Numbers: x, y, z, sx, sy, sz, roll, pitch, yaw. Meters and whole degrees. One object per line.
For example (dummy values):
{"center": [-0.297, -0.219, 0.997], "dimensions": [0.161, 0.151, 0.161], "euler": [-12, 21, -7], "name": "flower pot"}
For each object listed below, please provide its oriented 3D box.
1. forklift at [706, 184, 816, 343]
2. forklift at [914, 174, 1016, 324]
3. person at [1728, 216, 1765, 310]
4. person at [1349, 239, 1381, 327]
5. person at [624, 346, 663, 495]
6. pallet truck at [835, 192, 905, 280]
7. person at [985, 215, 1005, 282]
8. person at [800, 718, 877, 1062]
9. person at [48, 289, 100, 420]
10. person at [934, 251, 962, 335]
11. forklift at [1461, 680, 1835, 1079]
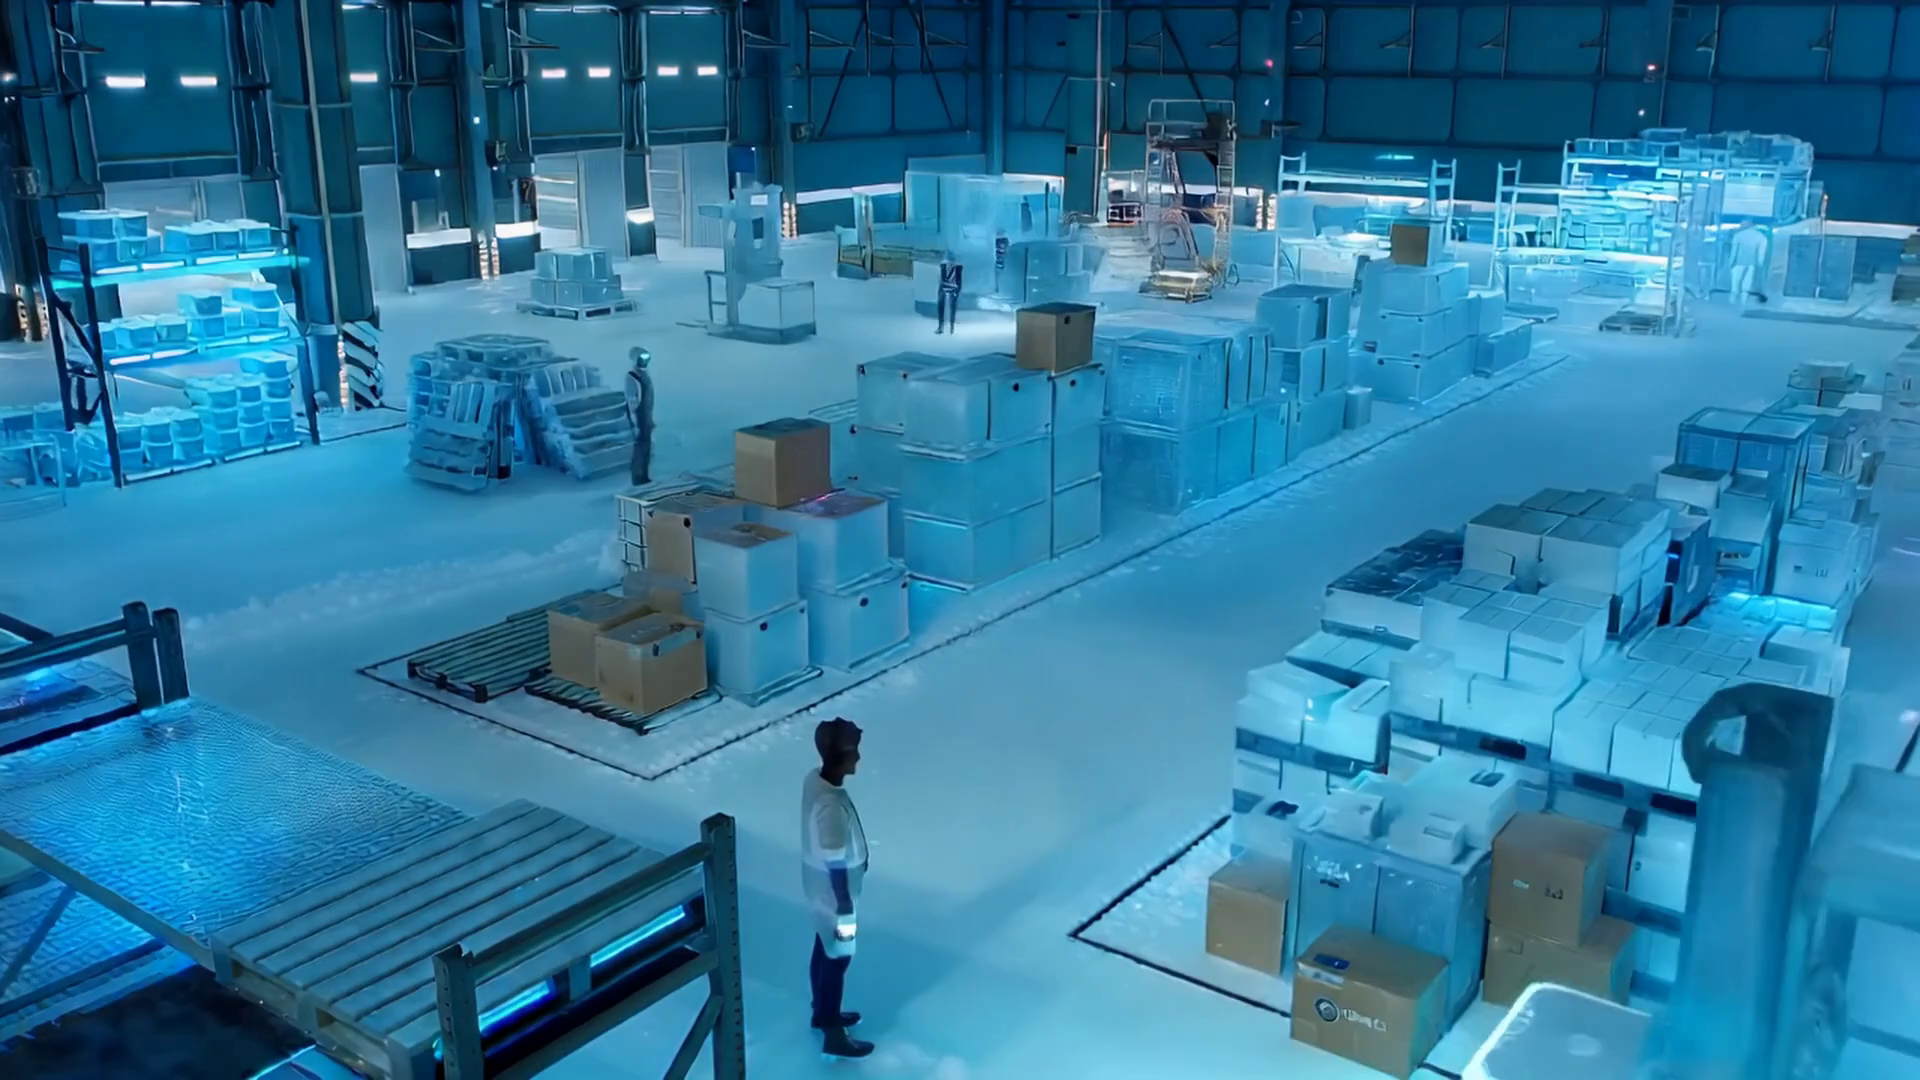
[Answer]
{"center": [-3.717, -5.181, 30.929], "dimensions": [1.873, 2.768, 1.129], "euler": [12, 21, 35], "name": "forklift"}
{"center": [0.082, -5.854, 33.158], "dimensions": [1.873, 2.768, 1.129], "euler": [14, 22, 39], "name": "forklift"}
{"center": [16.239, -5.741, 34.418], "dimensions": [0.664, 1.924, 0.533], "euler": [2, 17, 5], "name": "person"}
{"center": [7.501, -4.670, 30.951], "dimensions": [0.855, 1.874, 0.634], "euler": [-3, 17, -9], "name": "person"}
{"center": [-3.891, -1.461, 20.374], "dimensions": [0.345, 1.846, 0.507], "euler": [4, 17, 13], "name": "person"}
{"center": [-1.936, -7.159, 38.982], "dimensions": [1.885, 1.965, 0.823], "euler": [-12, 21, -34], "name": "pallet truck"}
{"center": [0.671, -5.953, 35.207], "dimensions": [0.610, 1.871, 0.529], "euler": [1, 17, 4], "name": "person"}
{"center": [-0.678, 1.888, 9.079], "dimensions": [0.361, 1.963, 0.618], "euler": [-5, 17, -15], "name": "person"}
{"center": [-12.992, -2.712, 24.363], "dimensions": [0.552, 1.932, 0.377], "euler": [6, 18, 19], "name": "person"}
{"center": [-0.229, -4.623, 31.244], "dimensions": [0.539, 1.597, 0.799], "euler": [6, 18, 19], "name": "person"}
{"center": [3.205, 2.043, 7.010], "dimensions": [1.873, 2.768, 1.129], "euler": [12, 21, 35], "name": "forklift"}
